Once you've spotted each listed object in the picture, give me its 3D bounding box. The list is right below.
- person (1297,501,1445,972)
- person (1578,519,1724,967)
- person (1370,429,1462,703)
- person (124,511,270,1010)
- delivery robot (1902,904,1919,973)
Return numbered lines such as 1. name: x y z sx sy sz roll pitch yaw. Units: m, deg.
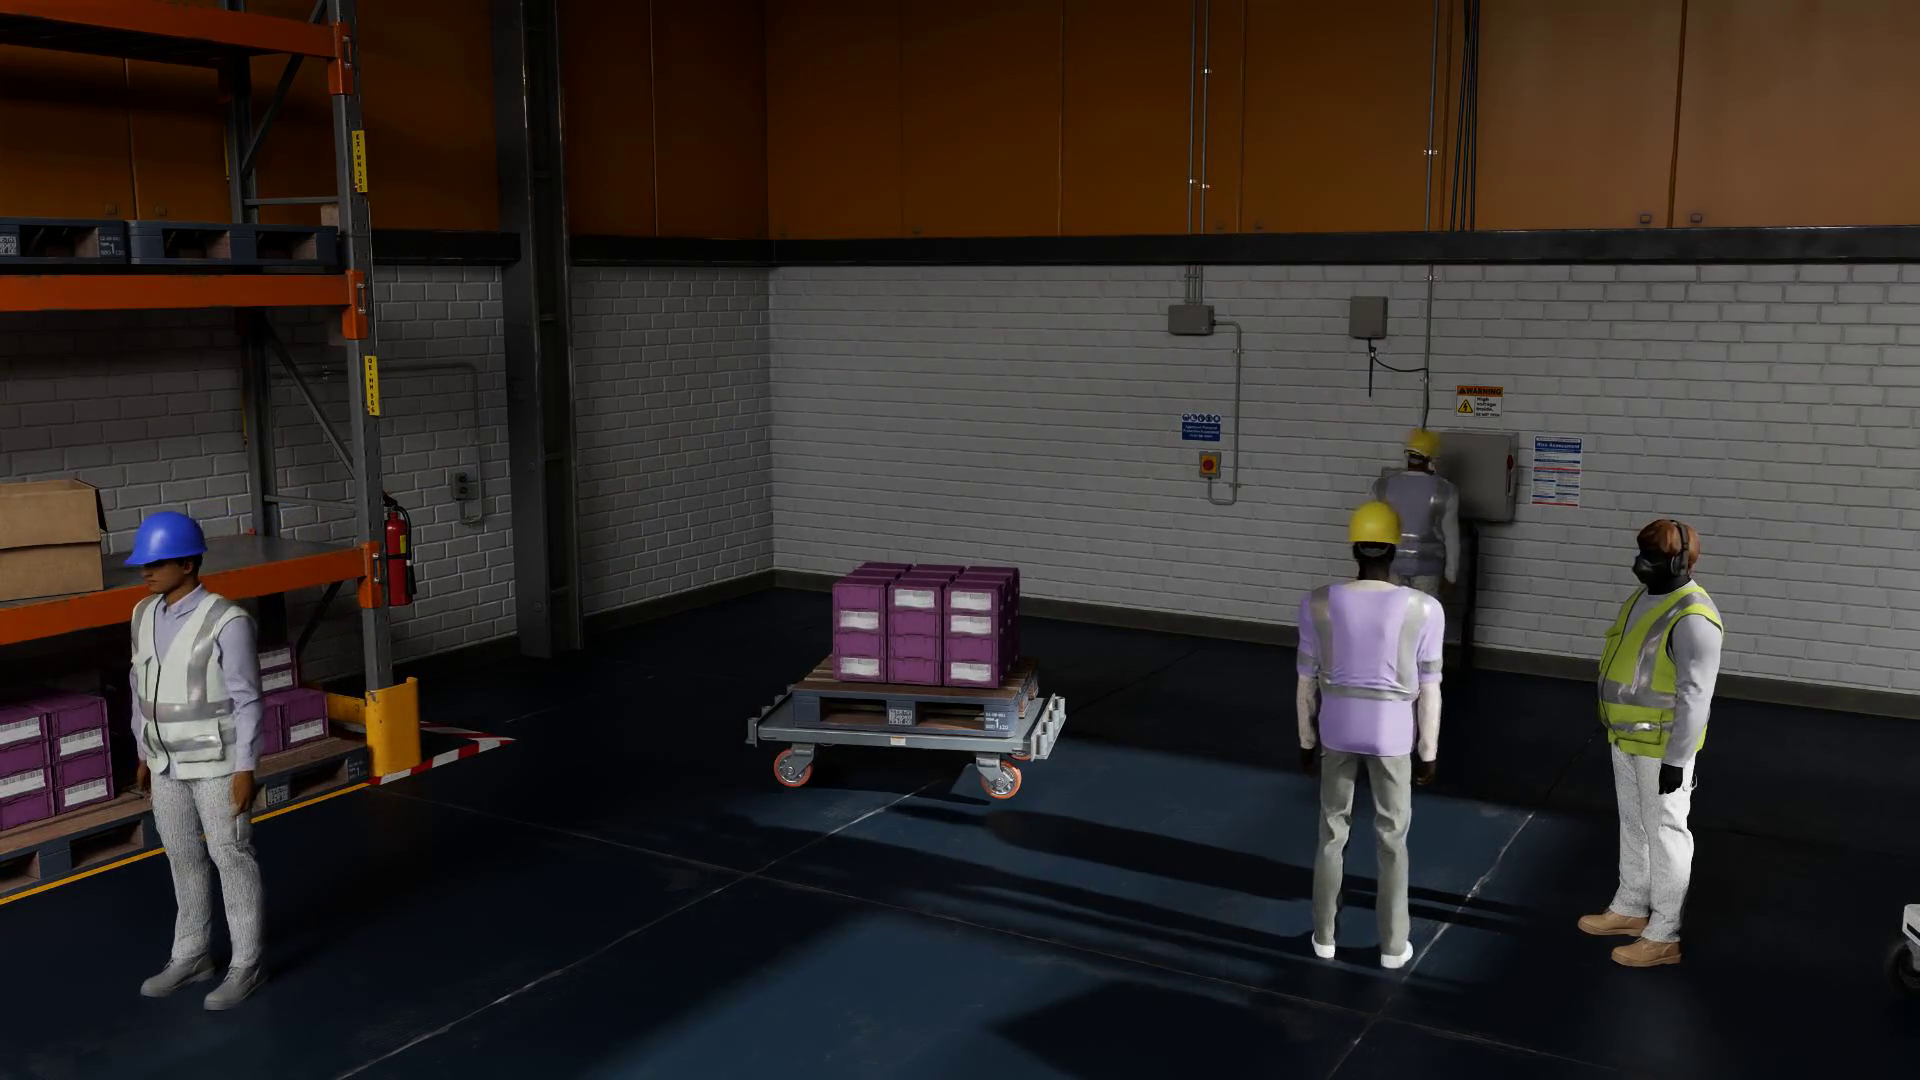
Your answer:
1. person: 1.671 0.798 6.822 0.584 1.919 0.390 4 10 21
2. person: 2.854 0.826 6.879 0.429 1.847 0.627 0 9 -1
3. person: 3.009 0.181 11.025 0.626 1.821 0.403 5 10 27
4. person: -2.965 0.845 6.434 0.615 1.945 0.404 4 10 23
5. delivery robot: 3.959 1.524 6.238 0.707 0.478 0.477 1 9 7
